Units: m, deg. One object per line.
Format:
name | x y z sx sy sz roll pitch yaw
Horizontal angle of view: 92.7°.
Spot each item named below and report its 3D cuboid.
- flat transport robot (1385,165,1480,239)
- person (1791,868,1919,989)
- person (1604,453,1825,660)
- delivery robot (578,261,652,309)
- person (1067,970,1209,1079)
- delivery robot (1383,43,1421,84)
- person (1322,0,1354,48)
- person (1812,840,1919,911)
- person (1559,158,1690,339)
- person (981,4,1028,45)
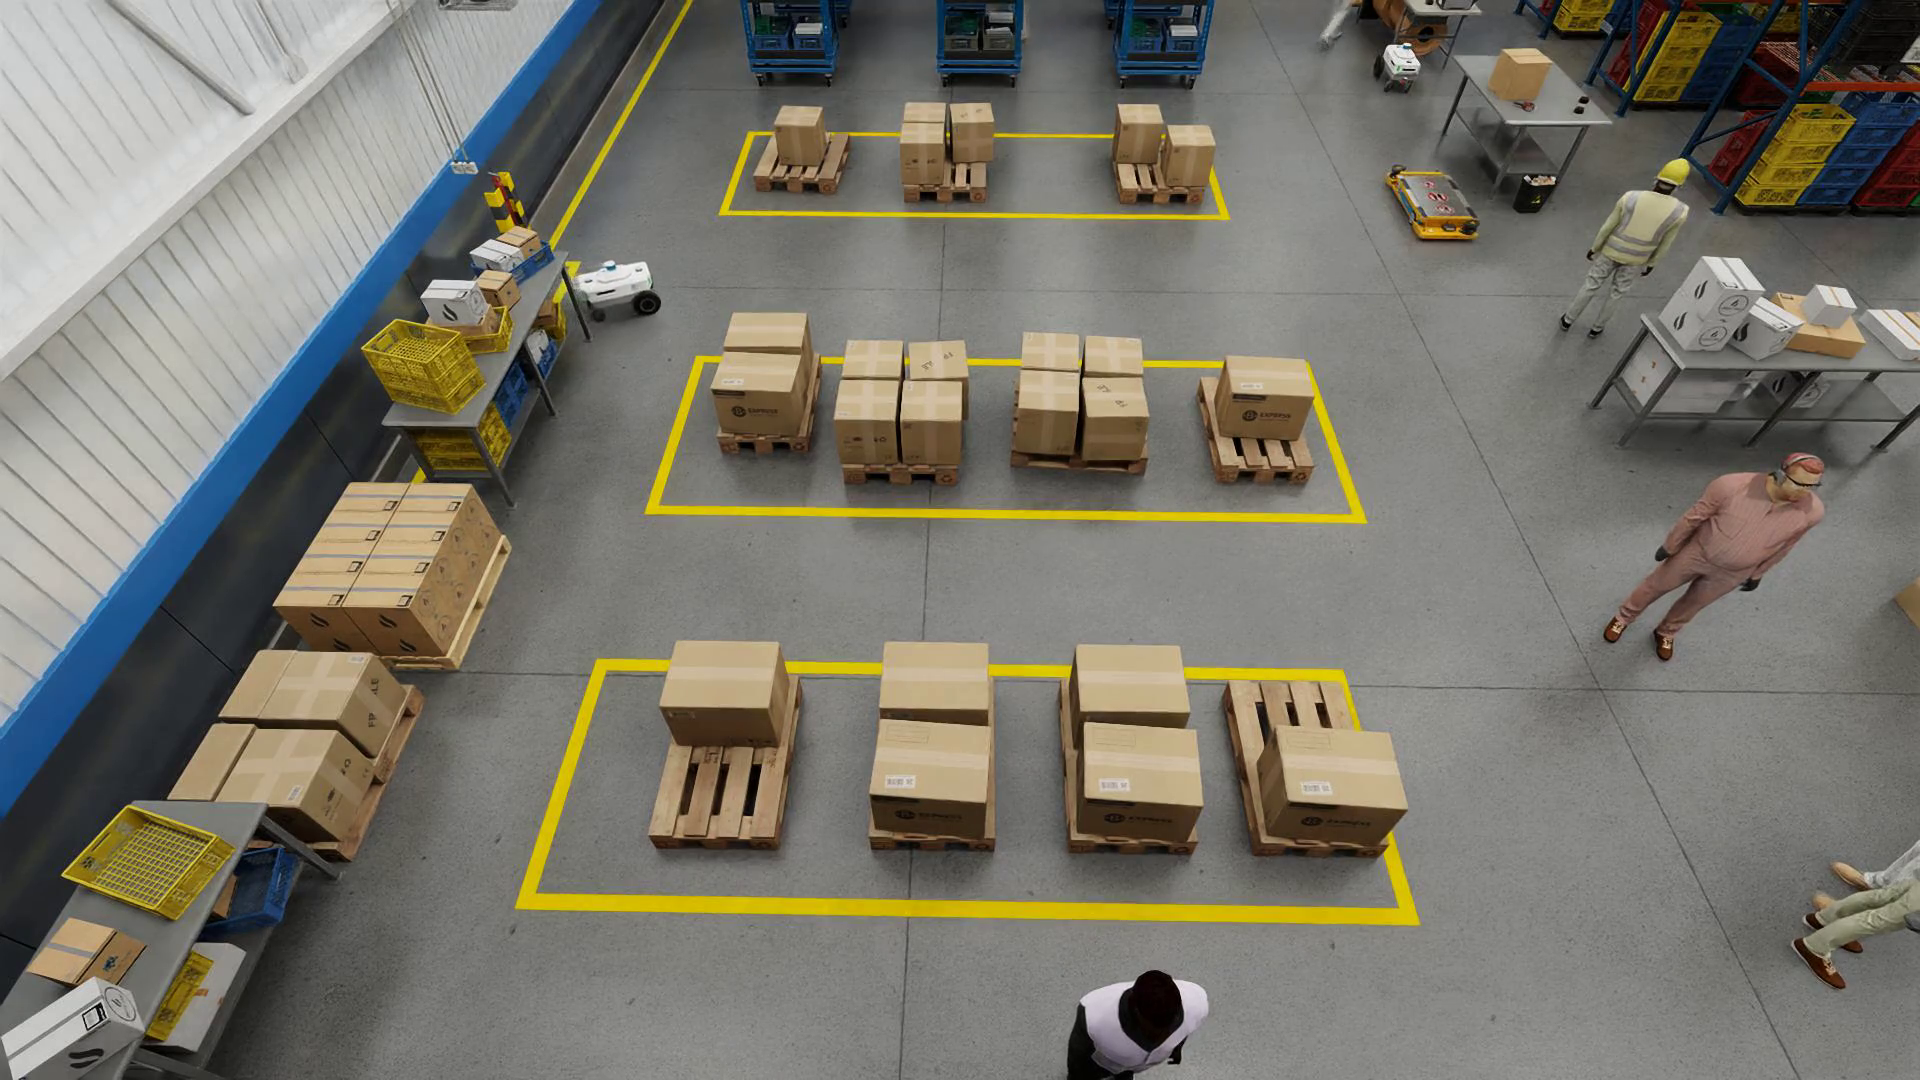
flat transport robot | 5.692 -4.094 11.059 0.652 0.197 1.431 1 49 1
person | 5.238 1.860 4.860 0.521 1.865 0.328 -31 56 -24
person | 5.215 0.131 6.324 0.651 1.912 0.410 21 52 17
delivery robot | -3.599 -2.685 9.593 0.707 0.478 0.477 -18 51 -15
person | 0.790 2.398 4.358 0.593 1.920 0.392 -7 49 -6
delivery robot | 6.387 -6.916 13.255 0.477 0.478 0.707 2 49 1
person | 5.856 -8.418 13.914 0.541 1.632 0.540 -29 55 -23
person | 5.556 1.655 5.060 0.620 1.836 0.431 -33 57 -25
person | 6.483 -2.811 8.922 0.603 1.830 0.404 26 54 21
person | 0.615 -8.302 13.612 1.057 1.941 0.623 -23 53 -19
